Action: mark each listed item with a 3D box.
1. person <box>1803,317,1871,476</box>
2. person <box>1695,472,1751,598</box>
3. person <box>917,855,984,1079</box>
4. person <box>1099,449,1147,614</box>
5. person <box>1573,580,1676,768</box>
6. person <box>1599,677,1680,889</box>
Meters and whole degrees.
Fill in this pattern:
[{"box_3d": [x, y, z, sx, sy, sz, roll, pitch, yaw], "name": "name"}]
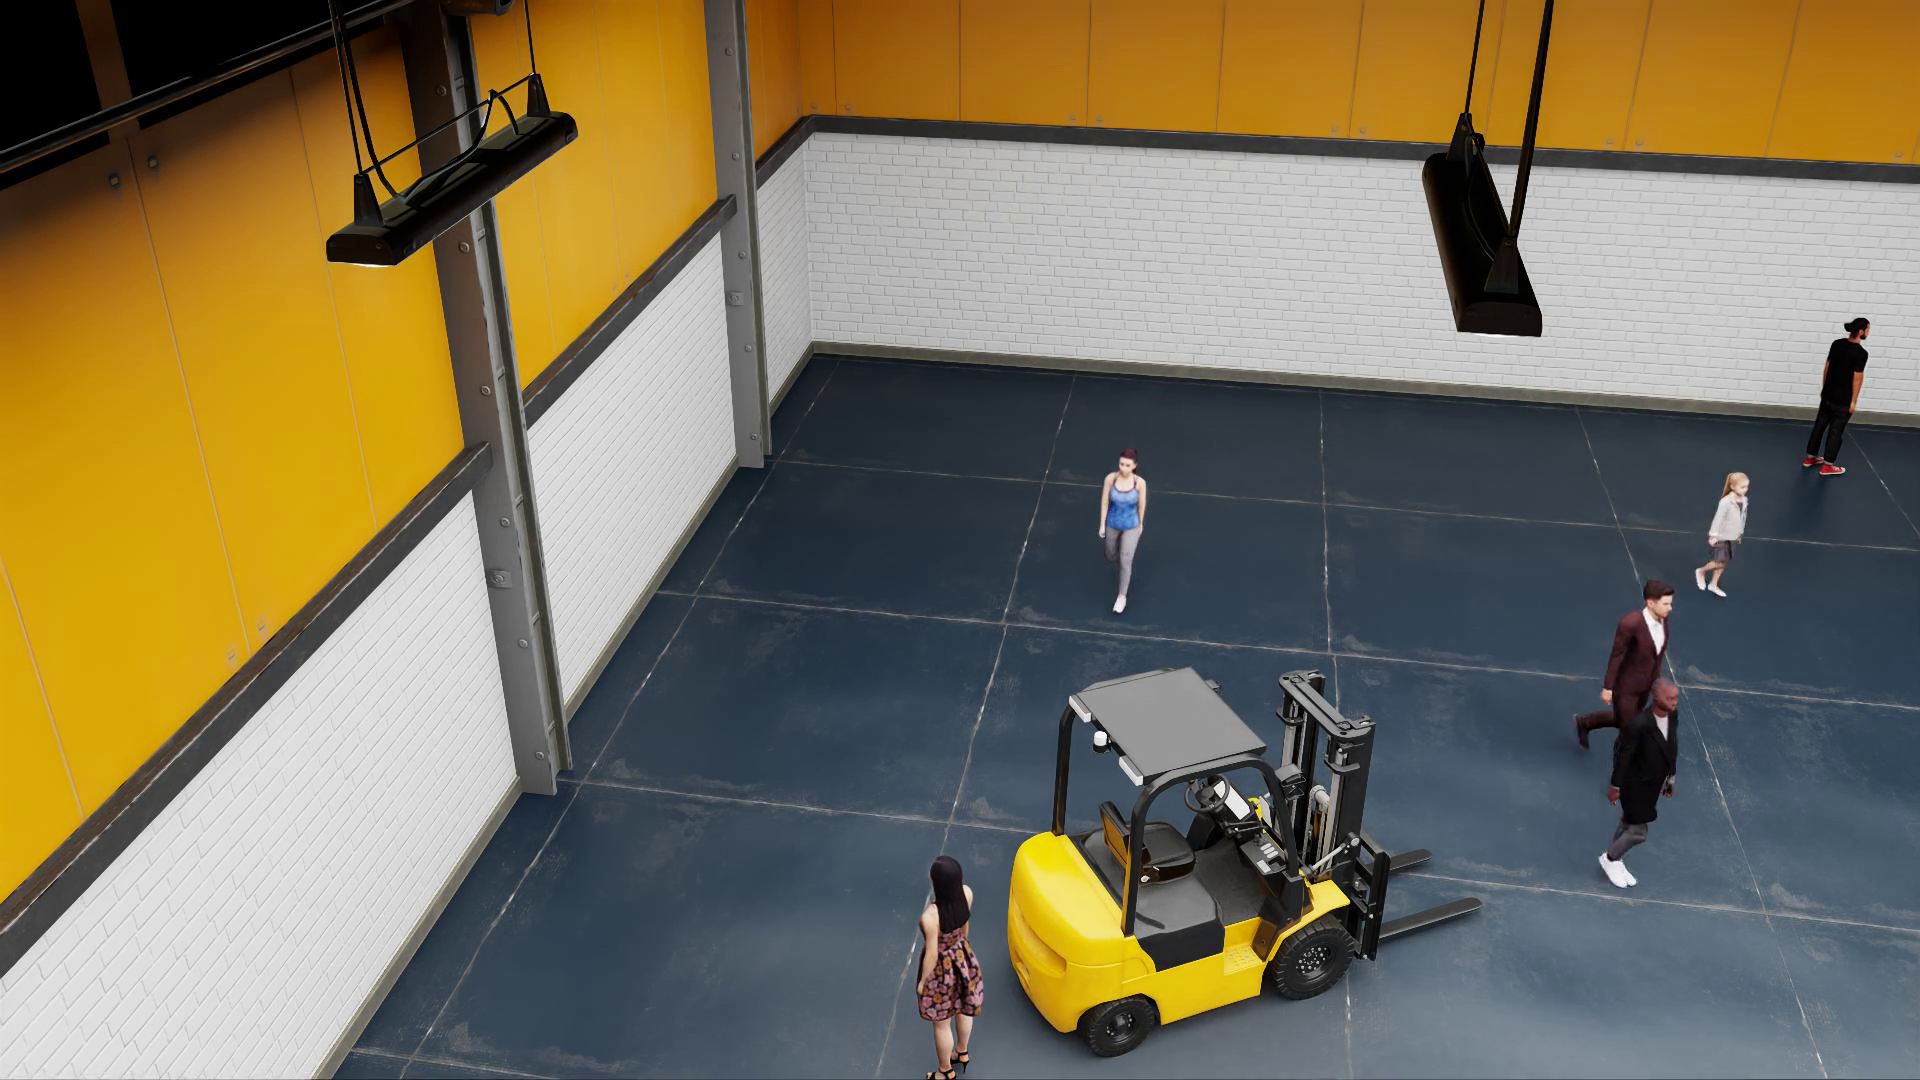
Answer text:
[{"box_3d": [9.507, -1.568, 17.998, 0.766, 1.755, 0.651, -10, 30, -17], "name": "person"}, {"box_3d": [7.220, -0.078, 15.773, 0.639, 1.270, 0.696, -11, 30, -19], "name": "person"}, {"box_3d": [-0.085, 2.651, 10.244, 0.851, 1.774, 0.768, 22, 35, 34], "name": "person"}, {"box_3d": [1.533, -0.146, 15.562, 0.677, 1.592, 0.976, 10, 30, 18], "name": "person"}, {"box_3d": [5.206, 1.085, 13.048, 1.111, 1.838, 1.202, -16, 32, -27], "name": "person"}, {"box_3d": [4.839, 1.701, 12.008, 0.784, 1.753, 0.834, -16, 33, -27], "name": "person"}]
